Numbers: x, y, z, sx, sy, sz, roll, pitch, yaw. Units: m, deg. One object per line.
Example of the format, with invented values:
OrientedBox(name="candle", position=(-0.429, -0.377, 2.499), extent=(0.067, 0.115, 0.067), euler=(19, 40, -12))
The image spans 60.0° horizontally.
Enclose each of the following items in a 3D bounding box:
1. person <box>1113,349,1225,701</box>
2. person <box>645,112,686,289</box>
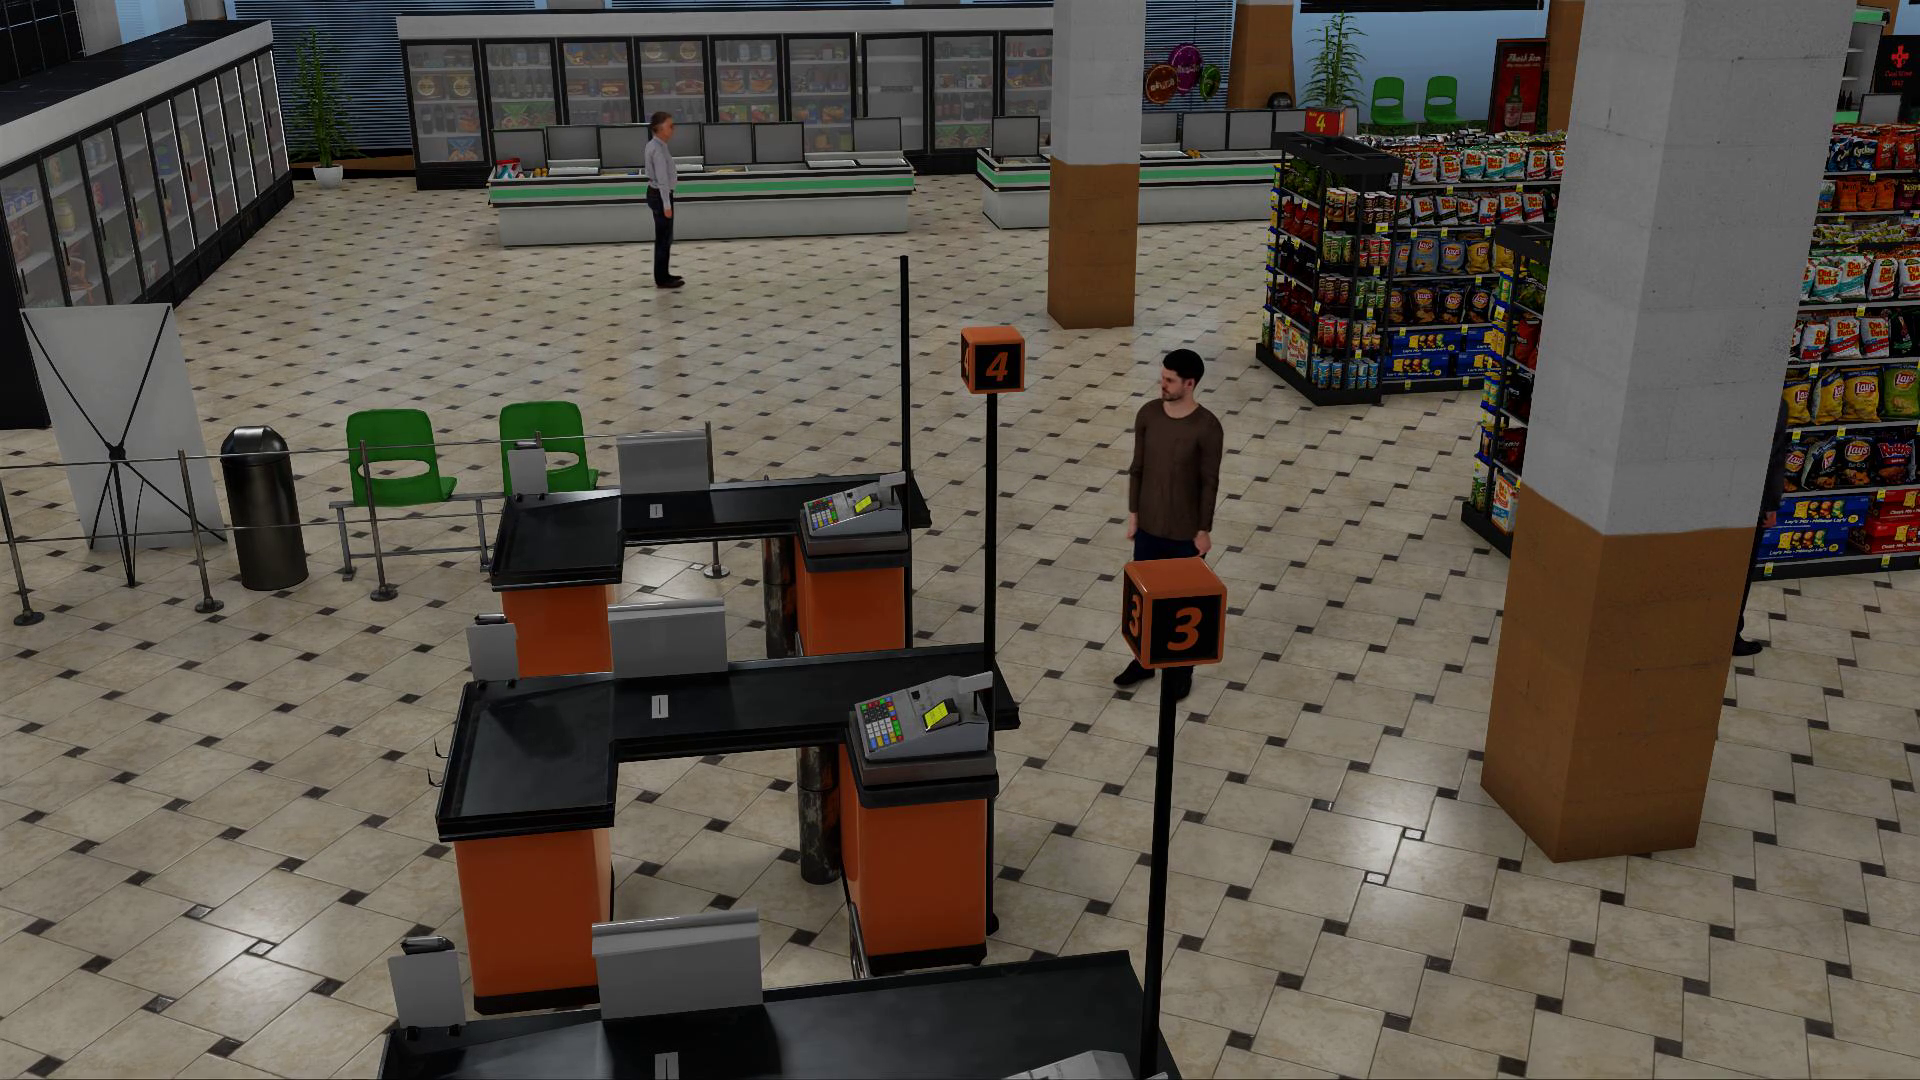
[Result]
OrientedBox(name="person", position=(1.105, -0.095, 8.640), extent=(0.740, 1.886, 0.801), euler=(14, 26, 32))
OrientedBox(name="person", position=(-3.114, -3.546, 17.326), extent=(0.594, 1.814, 0.674), euler=(-7, 23, -16))
